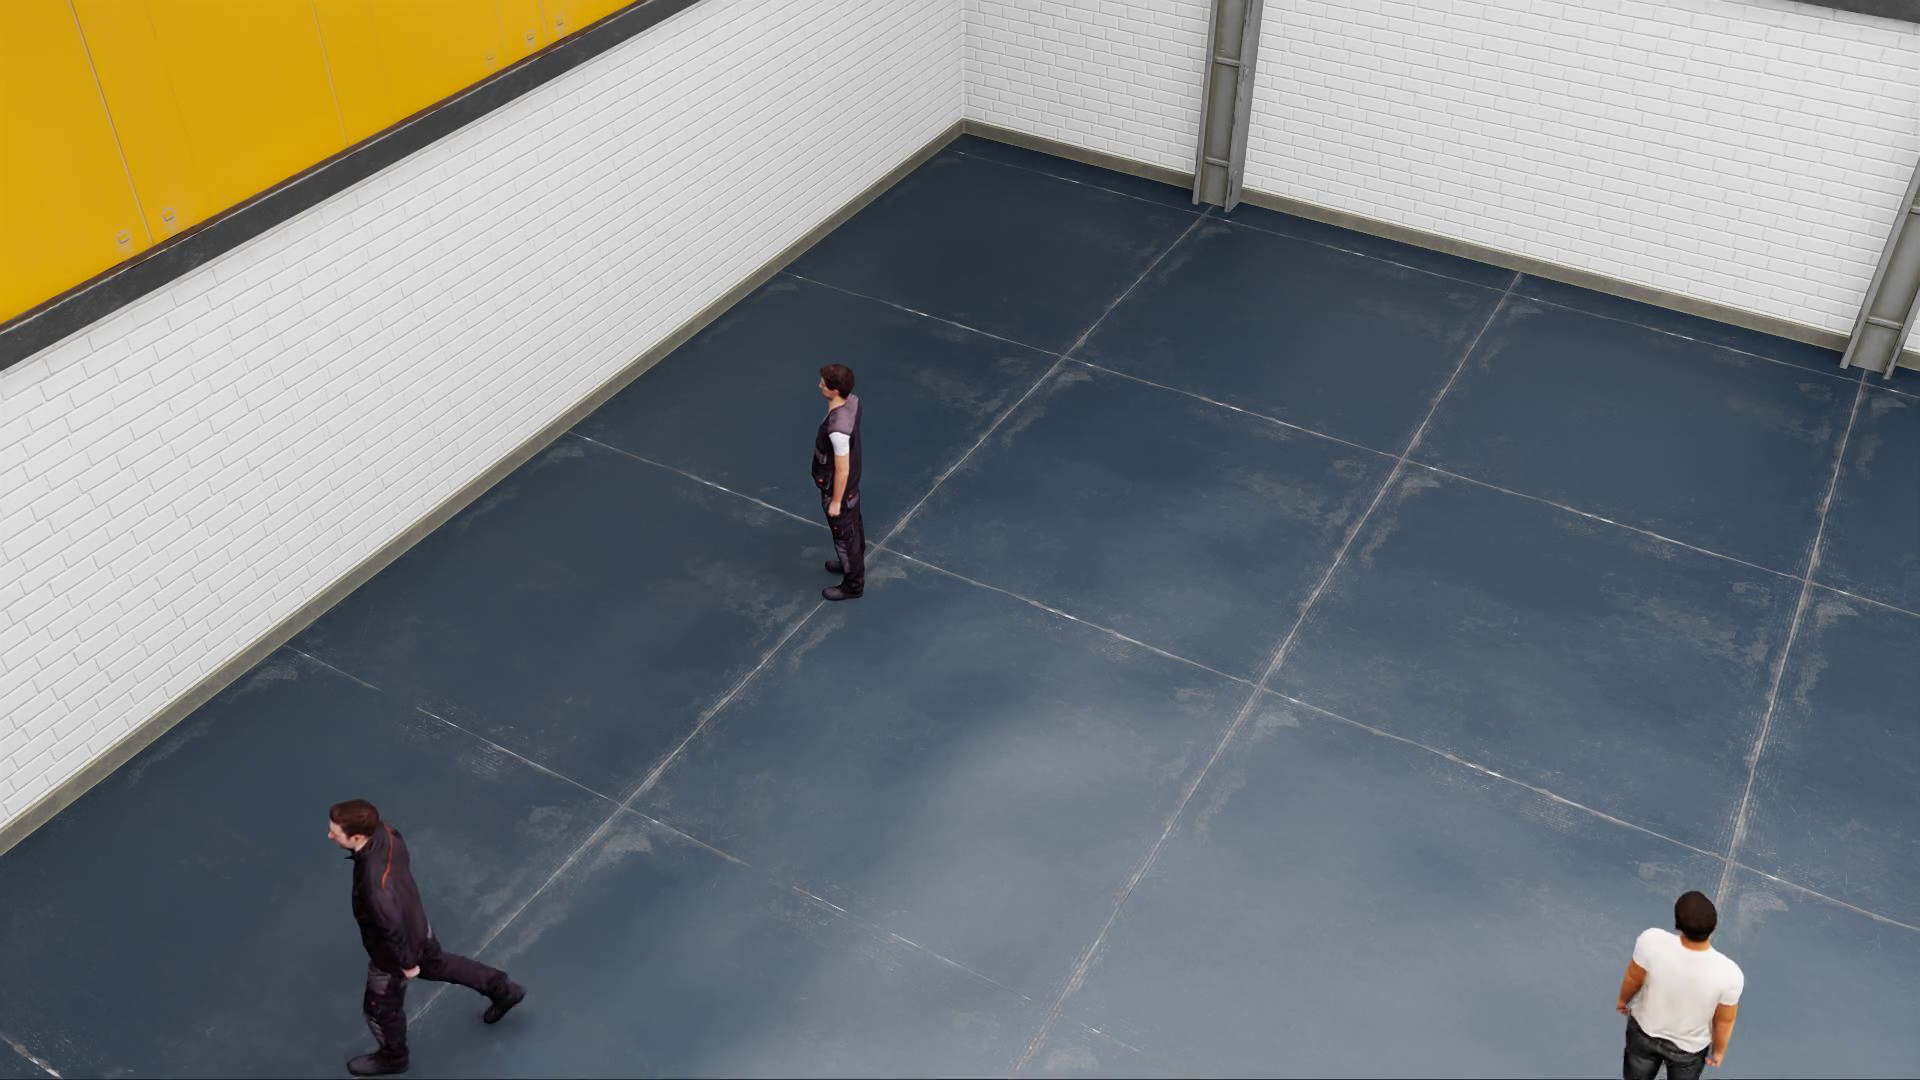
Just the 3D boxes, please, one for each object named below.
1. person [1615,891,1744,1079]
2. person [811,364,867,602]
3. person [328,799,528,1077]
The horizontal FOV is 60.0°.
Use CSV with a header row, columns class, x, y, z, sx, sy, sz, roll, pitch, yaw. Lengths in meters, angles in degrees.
class,x,y,z,sx,sy,sz,roll,pitch,yaw
person,3.393,2.376,7.931,0.760,1.778,0.500,-32,48,-33
person,-0.798,-0.406,11.357,0.735,1.849,0.736,1,39,1
person,-2.737,1.973,8.352,1.264,1.881,1.172,-7,39,-9
